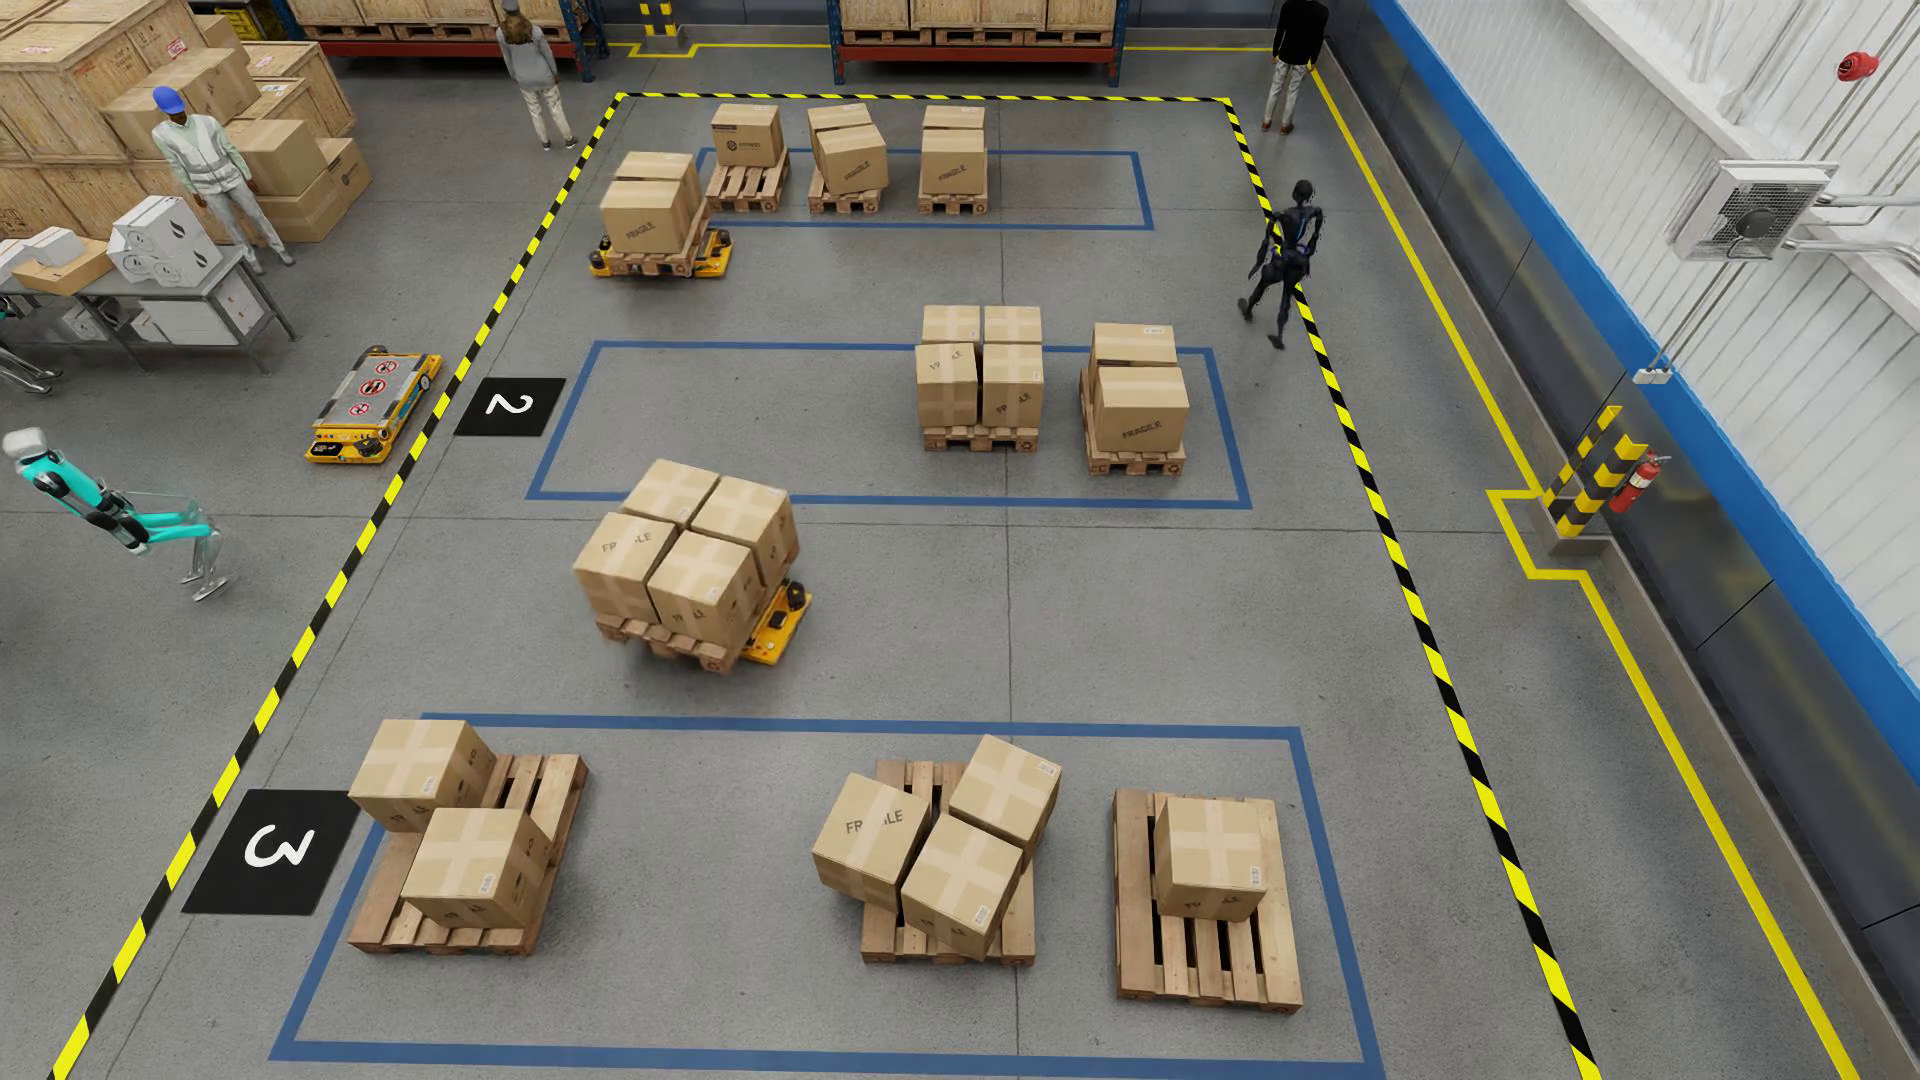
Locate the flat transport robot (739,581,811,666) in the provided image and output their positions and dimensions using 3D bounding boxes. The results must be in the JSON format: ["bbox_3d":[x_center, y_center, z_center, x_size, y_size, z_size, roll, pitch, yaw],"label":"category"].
[{"bbox_3d":[-1.925,0.455,6.963,1.431,0.197,0.652,15,51,12],"label":"flat transport robot"}]

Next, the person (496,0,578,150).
[{"bbox_3d":[-5.179,-5.653,11.165,0.573,1.769,0.397,-5,50,-5],"label":"person"}]

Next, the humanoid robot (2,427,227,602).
[{"bbox_3d":[-5.792,-0.237,6.517,0.735,1.677,0.533,-37,59,-27],"label":"humanoid robot"}]

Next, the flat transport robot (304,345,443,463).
[{"bbox_3d":[-5.383,-1.269,8.441,0.659,0.231,1.431,1,50,1],"label":"flat transport robot"}]

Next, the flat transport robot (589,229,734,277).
[{"bbox_3d":[-3.255,-3.154,10.017,1.431,0.197,0.652,1,50,1],"label":"flat transport robot"}]

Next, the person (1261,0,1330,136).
[{"bbox_3d":[4.162,-6.017,11.400,0.590,1.884,0.353,23,54,18],"label":"person"}]

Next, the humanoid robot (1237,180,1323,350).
[{"bbox_3d":[3.078,-2.673,8.725,0.589,1.625,0.750,-7,50,-6],"label":"humanoid robot"}]

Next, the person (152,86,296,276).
[{"bbox_3d":[-7.556,-3.649,9.363,0.602,1.939,0.411,-33,57,-24],"label":"person"}]

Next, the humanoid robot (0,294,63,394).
[{"bbox_3d":[-8.744,-2.020,8.026,0.735,1.677,0.533,-6,50,-5],"label":"humanoid robot"}]
